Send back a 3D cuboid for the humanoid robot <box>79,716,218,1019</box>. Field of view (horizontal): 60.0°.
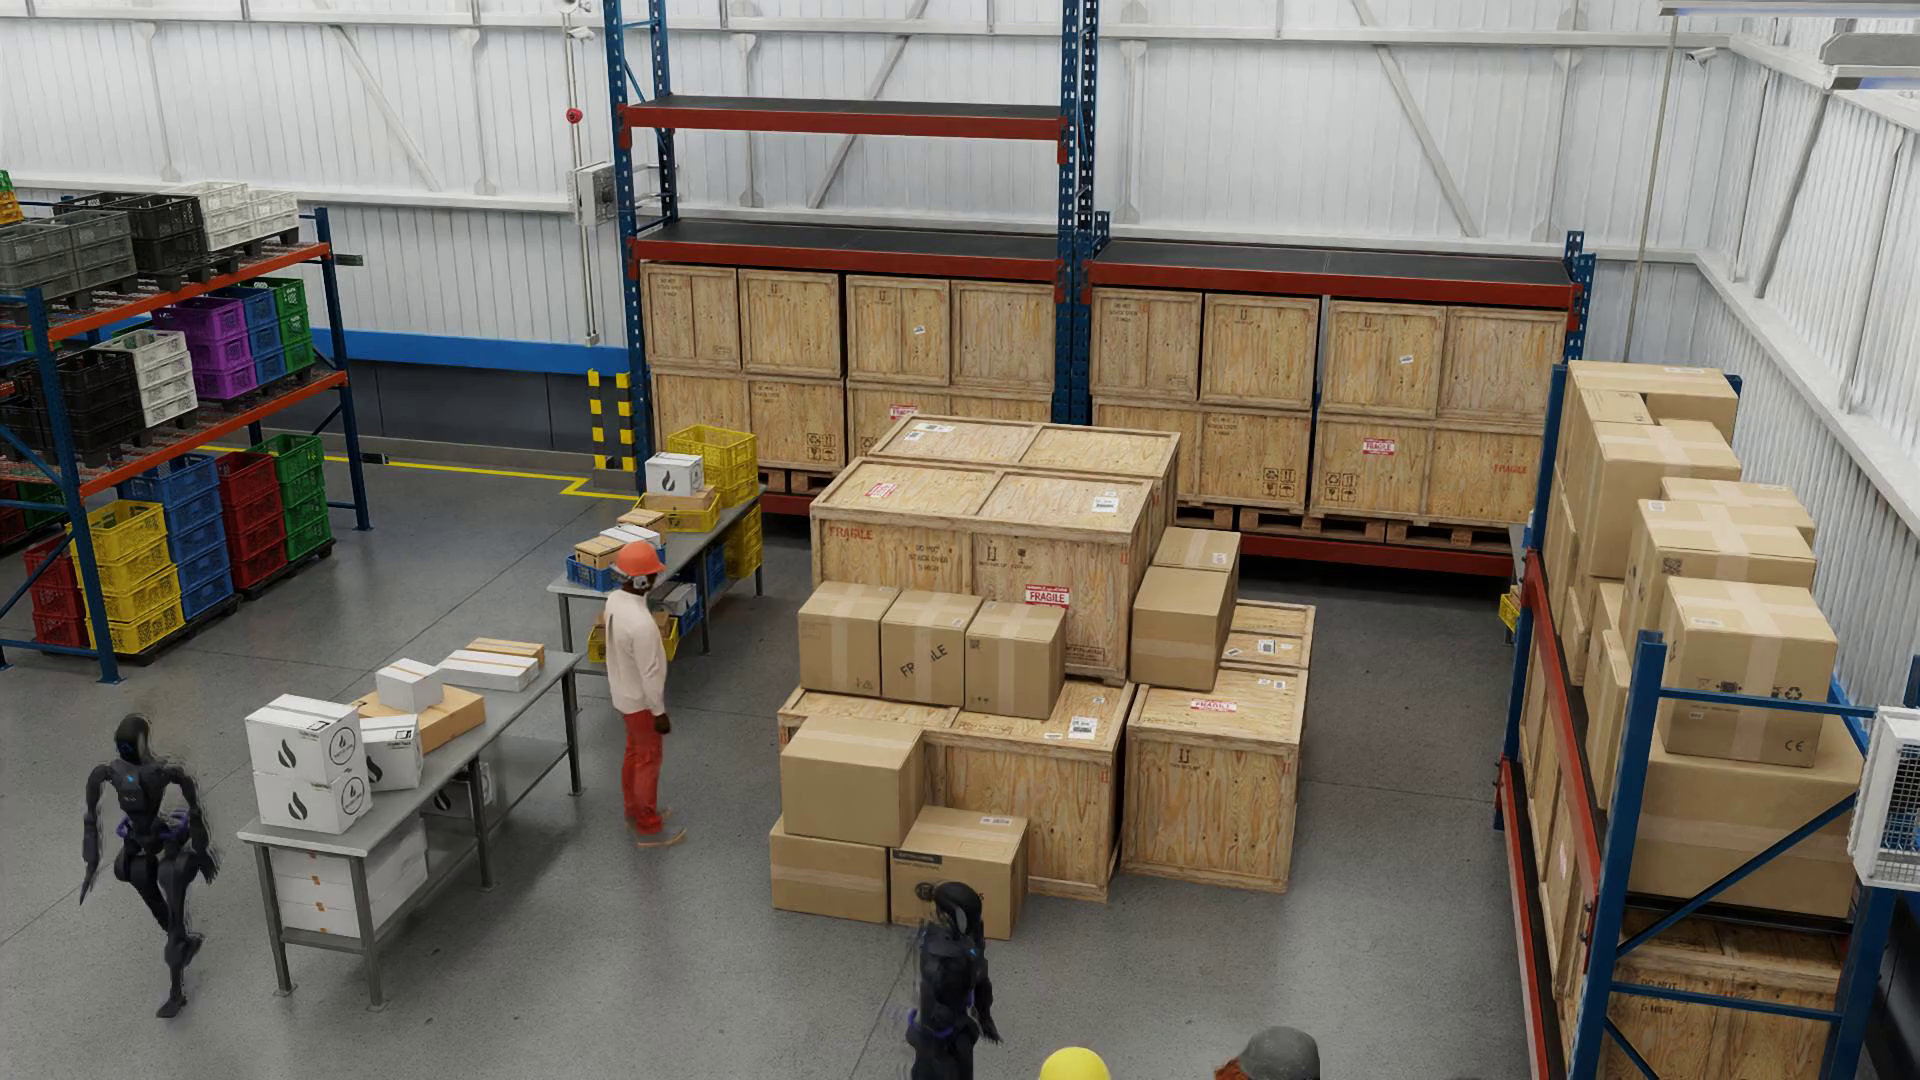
[{"bbox_3d":[-4.266,1.665,8.782,0.561,1.623,0.766,1,21,1],"label":"humanoid robot"}]

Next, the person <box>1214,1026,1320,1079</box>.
[{"bbox_3d":[0.985,2.568,5.847,0.775,2.000,0.535,-3,21,-8],"label":"person"}]

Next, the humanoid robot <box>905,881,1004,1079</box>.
[{"bbox_3d":[-0.068,2.196,7.332,0.462,1.647,0.595,10,23,23],"label":"humanoid robot"}]

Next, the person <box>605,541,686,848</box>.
[{"bbox_3d":[-1.936,0.944,10.186,0.420,1.979,0.621,-11,23,-26],"label":"person"}]

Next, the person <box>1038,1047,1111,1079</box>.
[{"bbox_3d":[0.362,2.610,5.899,0.384,1.922,0.592,3,21,7],"label":"person"}]
